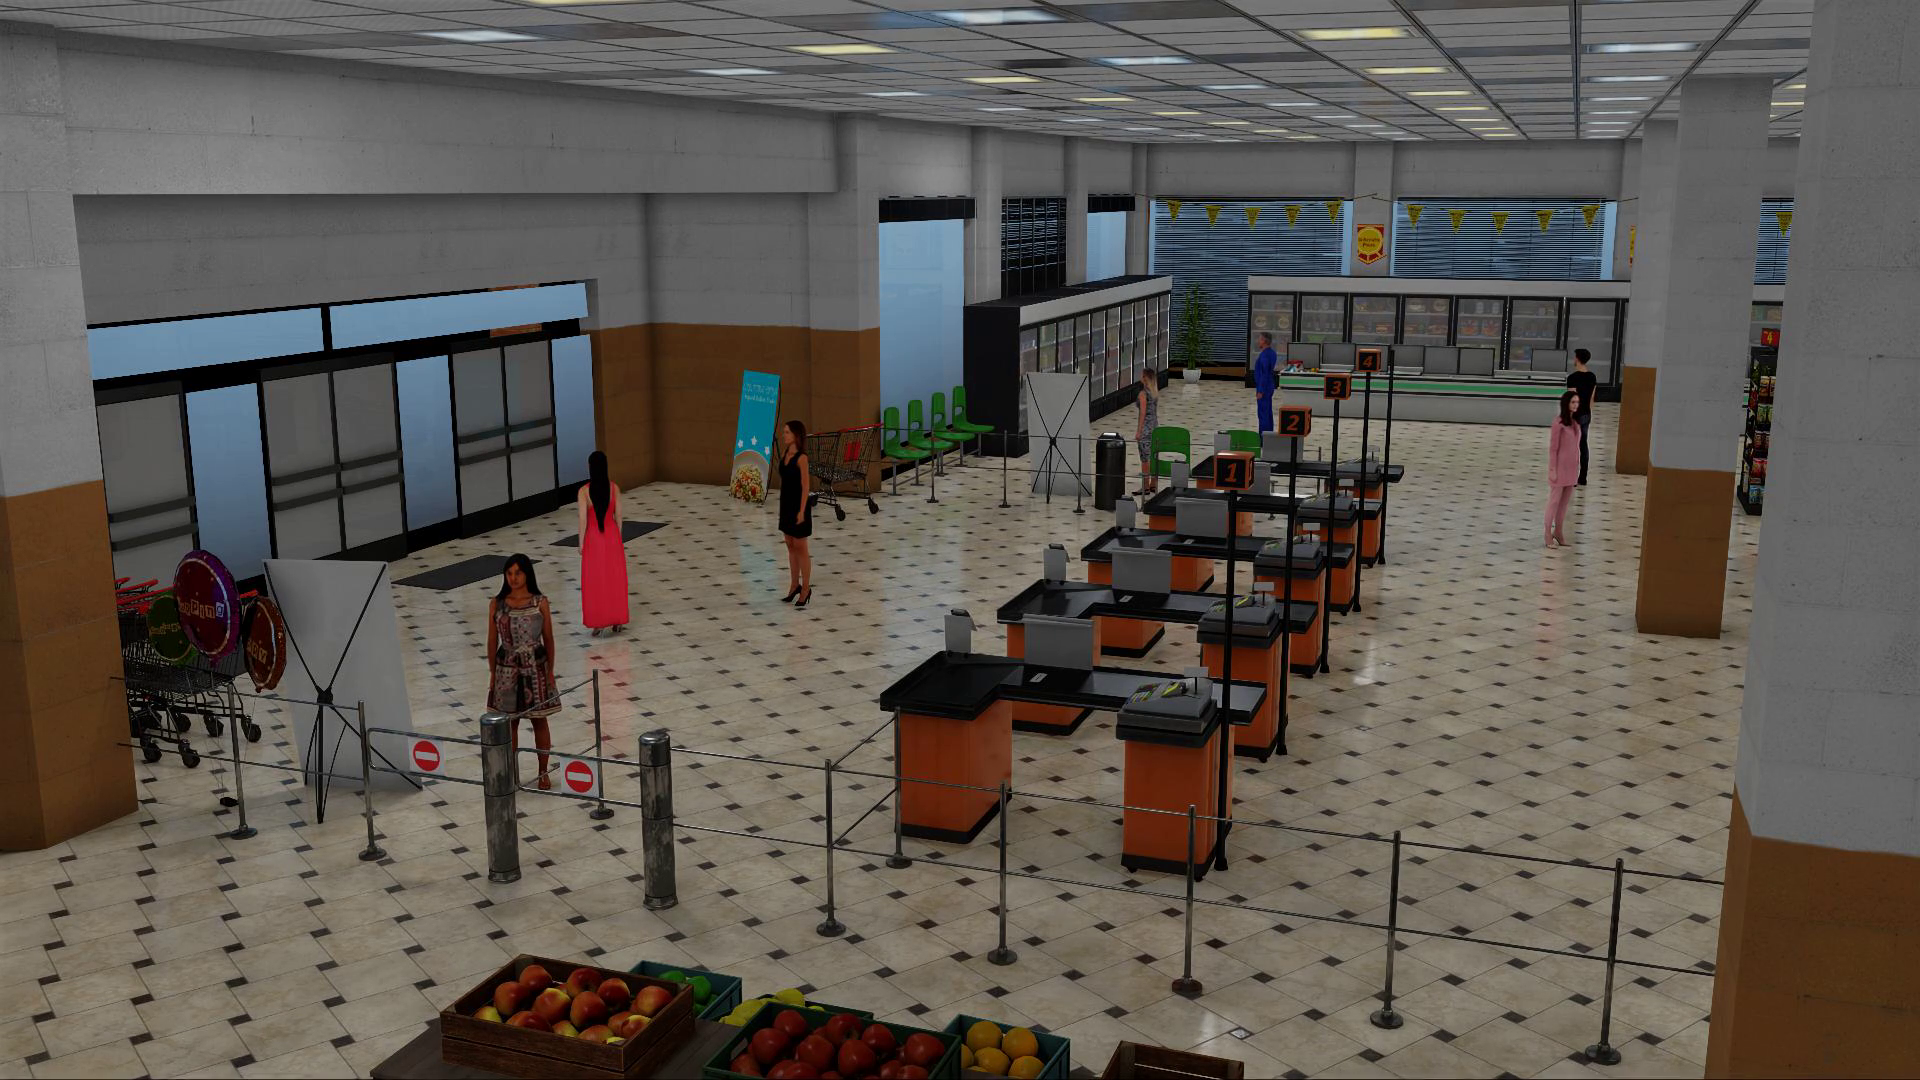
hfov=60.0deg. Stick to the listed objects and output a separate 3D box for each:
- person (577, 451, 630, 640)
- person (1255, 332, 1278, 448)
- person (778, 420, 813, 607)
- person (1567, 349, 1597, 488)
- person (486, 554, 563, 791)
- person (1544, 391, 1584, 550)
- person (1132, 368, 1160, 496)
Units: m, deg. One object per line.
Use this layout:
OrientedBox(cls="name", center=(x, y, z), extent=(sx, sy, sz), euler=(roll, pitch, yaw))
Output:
OrientedBox(cls="person", center=(-3.268, 0.036, 15.182), extent=(0.715, 1.727, 0.752), euler=(-8, 14, -33))
OrientedBox(cls="person", center=(4.875, -2.406, 26.536), extent=(0.550, 1.828, 0.730), euler=(5, 13, 23))
OrientedBox(cls="person", center=(-1.614, -0.264, 16.347), extent=(0.732, 1.834, 0.638), euler=(-8, 14, -34))
OrientedBox(cls="person", center=(8.552, -1.697, 23.006), extent=(0.759, 1.896, 0.811), euler=(-6, 13, -26))
OrientedBox(cls="person", center=(-2.969, 0.893, 11.313), extent=(0.633, 1.645, 0.785), euler=(-1, 12, -6))
OrientedBox(cls="person", center=(6.900, -0.811, 19.027), extent=(0.694, 1.801, 0.724), euler=(-7, 14, -32))
OrientedBox(cls="person", center=(2.535, -1.467, 22.375), extent=(0.584, 1.705, 0.615), euler=(9, 15, 36))
